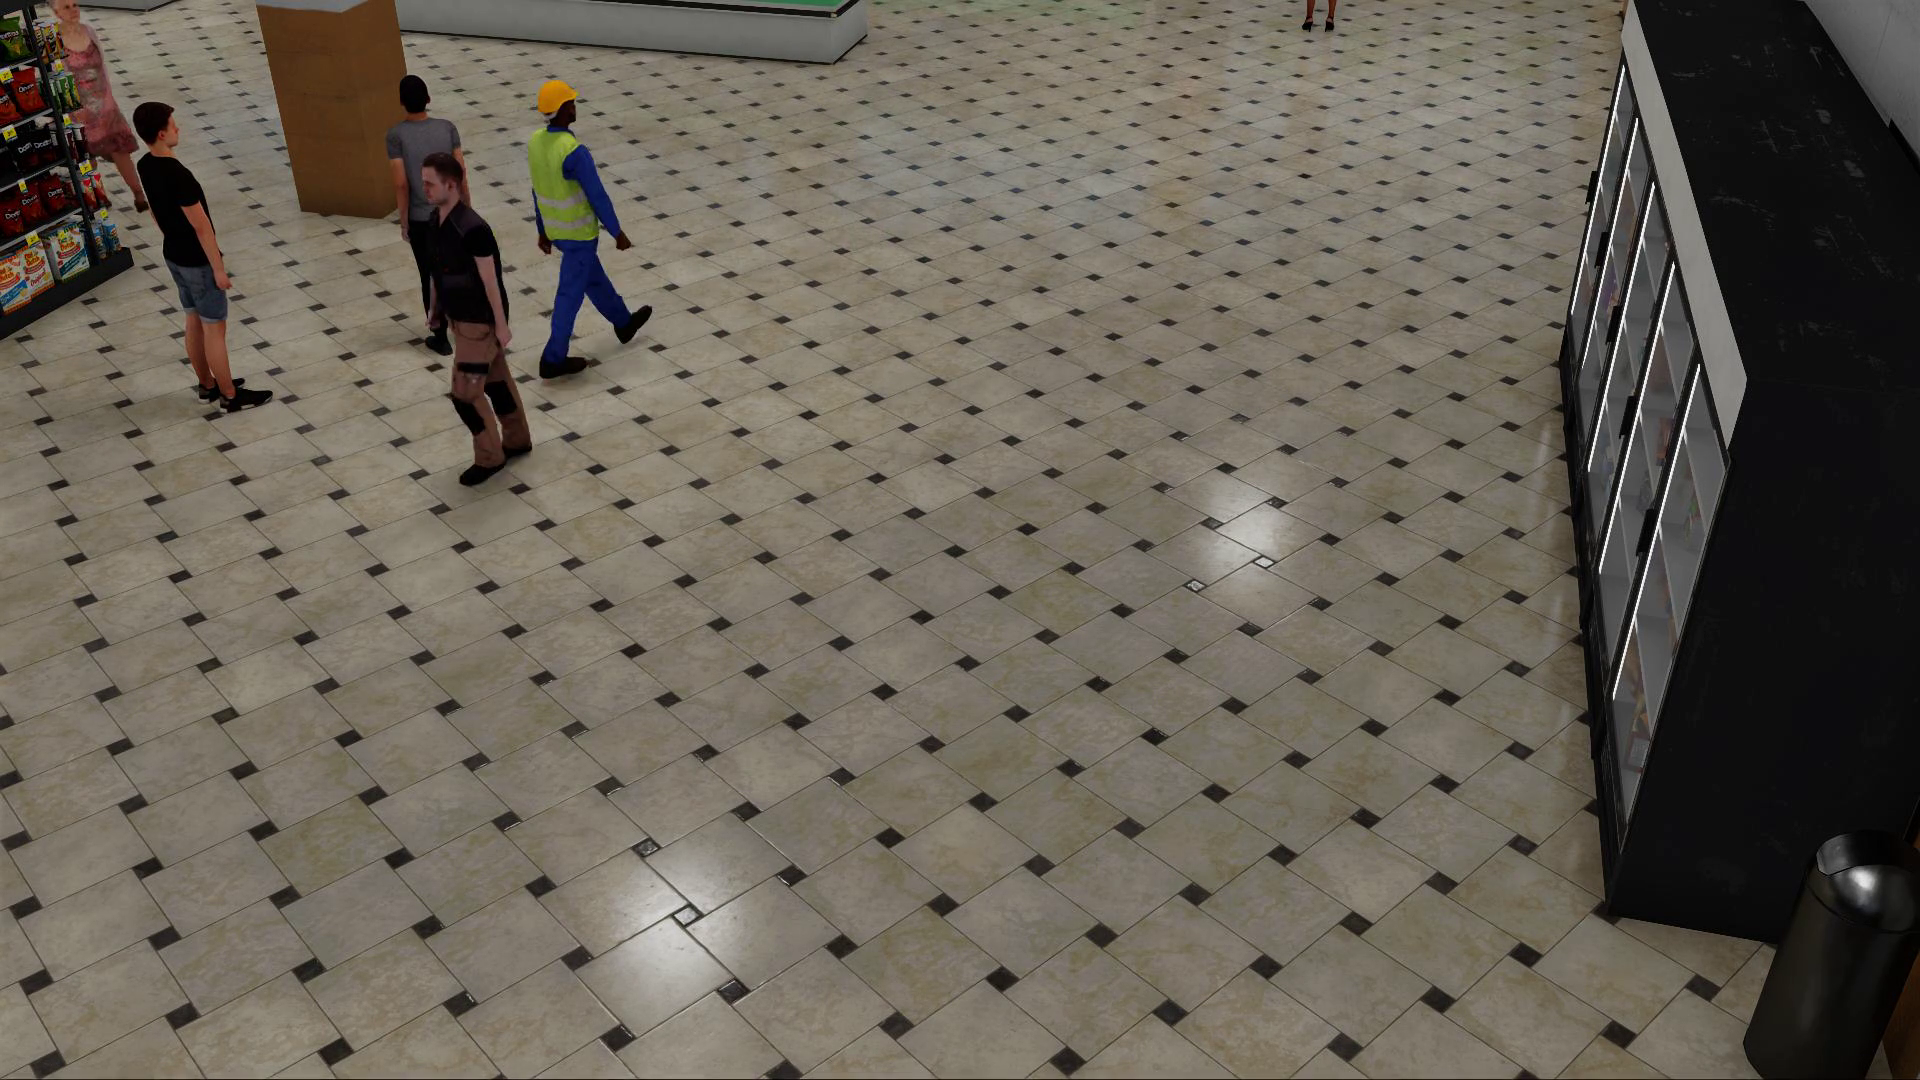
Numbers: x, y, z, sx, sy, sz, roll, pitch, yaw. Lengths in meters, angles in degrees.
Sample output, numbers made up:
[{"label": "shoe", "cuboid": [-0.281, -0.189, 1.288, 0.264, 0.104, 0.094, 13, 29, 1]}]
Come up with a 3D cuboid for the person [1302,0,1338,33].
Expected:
[{"label": "person", "cuboid": [3.710, -6.051, 16.798, 0.499, 1.781, 0.672, 3, 32, 5]}]

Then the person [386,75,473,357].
[{"label": "person", "cuboid": [-3.257, -2.018, 10.342, 0.693, 1.754, 0.744, -19, 37, -28]}]

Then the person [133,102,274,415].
[{"label": "person", "cuboid": [-4.455, -1.626, 9.624, 0.641, 1.847, 0.795, 23, 38, 32]}]

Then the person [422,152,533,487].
[{"label": "person", "cuboid": [-2.532, -1.231, 9.013, 0.945, 1.822, 0.882, -24, 39, -34]}]

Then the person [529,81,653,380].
[{"label": "person", "cuboid": [-2.396, -1.811, 9.995, 1.121, 1.769, 1.189, -26, 40, -35]}]

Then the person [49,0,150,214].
[{"label": "person", "cuboid": [-6.560, -3.247, 12.415, 1.132, 1.651, 0.865, 23, 39, 32]}]
